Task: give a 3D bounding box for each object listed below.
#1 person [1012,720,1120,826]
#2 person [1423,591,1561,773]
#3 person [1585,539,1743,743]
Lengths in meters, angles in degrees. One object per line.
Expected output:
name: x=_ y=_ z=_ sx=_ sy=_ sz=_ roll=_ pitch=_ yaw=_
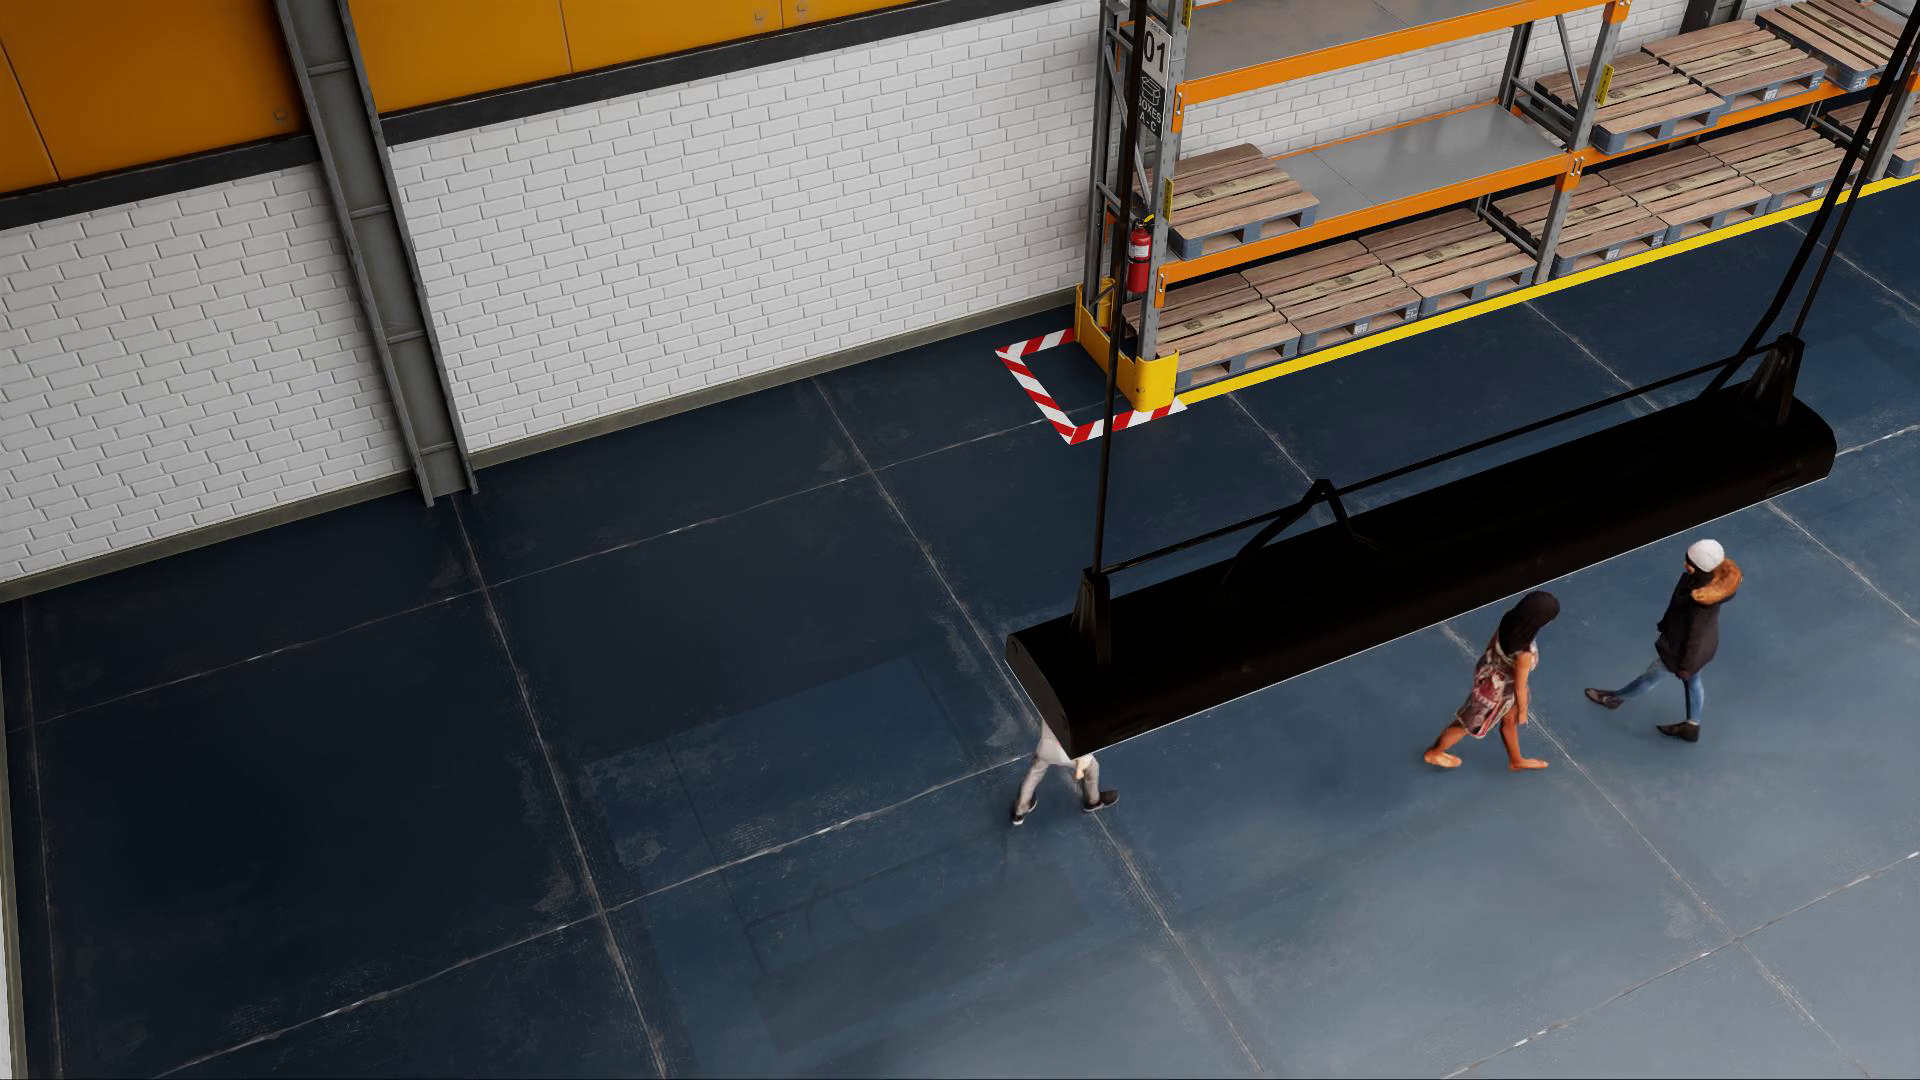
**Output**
person: x=0.579 y=1.225 z=9.943 sx=0.926 sy=1.395 sz=0.675 roll=-32 pitch=52 yaw=-29
person: x=3.165 y=0.901 z=10.132 sx=1.089 sy=1.603 sz=0.941 roll=4 pitch=44 yaw=4
person: x=4.628 y=0.674 z=10.378 sx=1.003 sy=1.593 sz=1.025 roll=21 pitch=48 yaw=21
